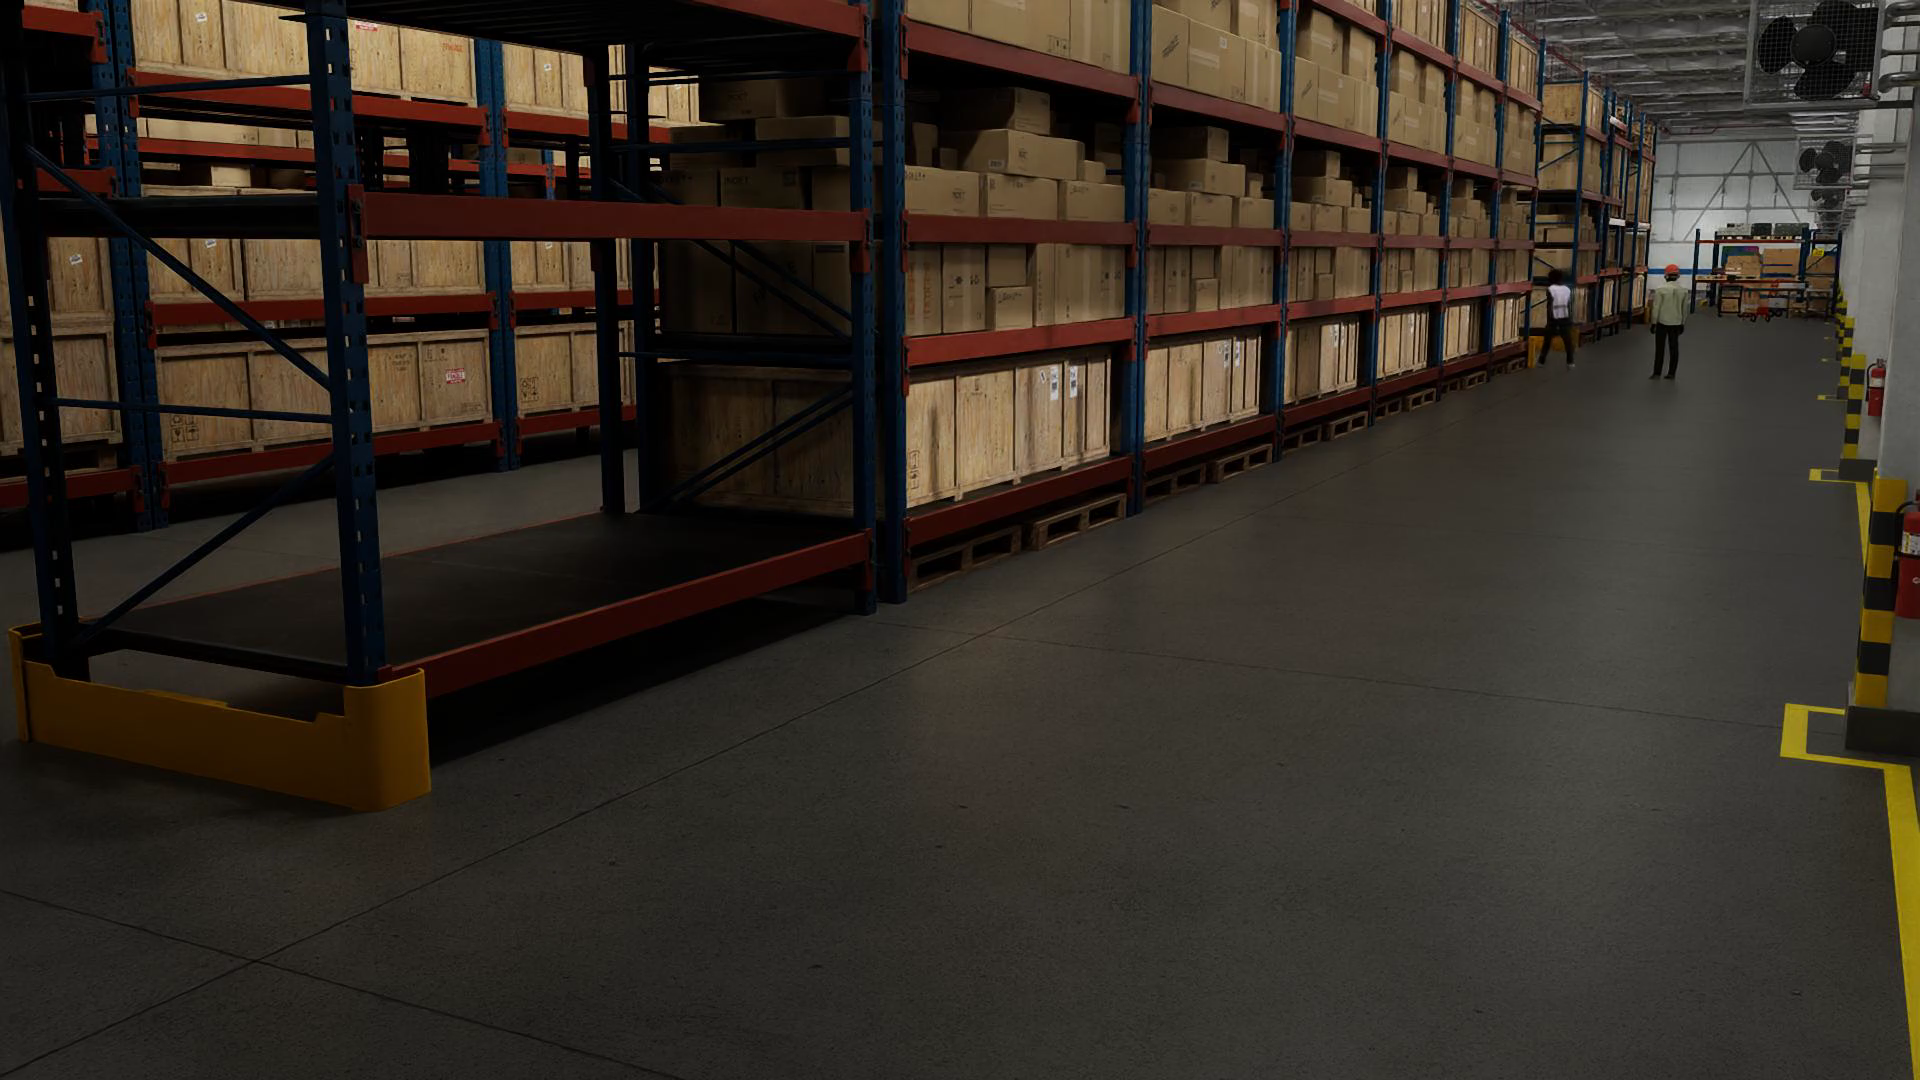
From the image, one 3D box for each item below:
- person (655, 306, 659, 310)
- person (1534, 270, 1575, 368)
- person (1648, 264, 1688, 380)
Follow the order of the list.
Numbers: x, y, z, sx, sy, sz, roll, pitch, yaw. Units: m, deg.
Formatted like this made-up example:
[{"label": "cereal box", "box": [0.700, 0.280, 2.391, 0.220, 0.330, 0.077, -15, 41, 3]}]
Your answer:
[{"label": "person", "box": [-4.588, -3.187, 26.083, 0.541, 1.741, 0.615, 5, 11, 26]}, {"label": "person", "box": [11.331, -4.186, 31.566, 0.646, 1.848, 1.021, -4, 11, -23]}, {"label": "person", "box": [12.157, -3.729, 28.533, 0.628, 1.986, 0.410, -2, 10, -9]}]
